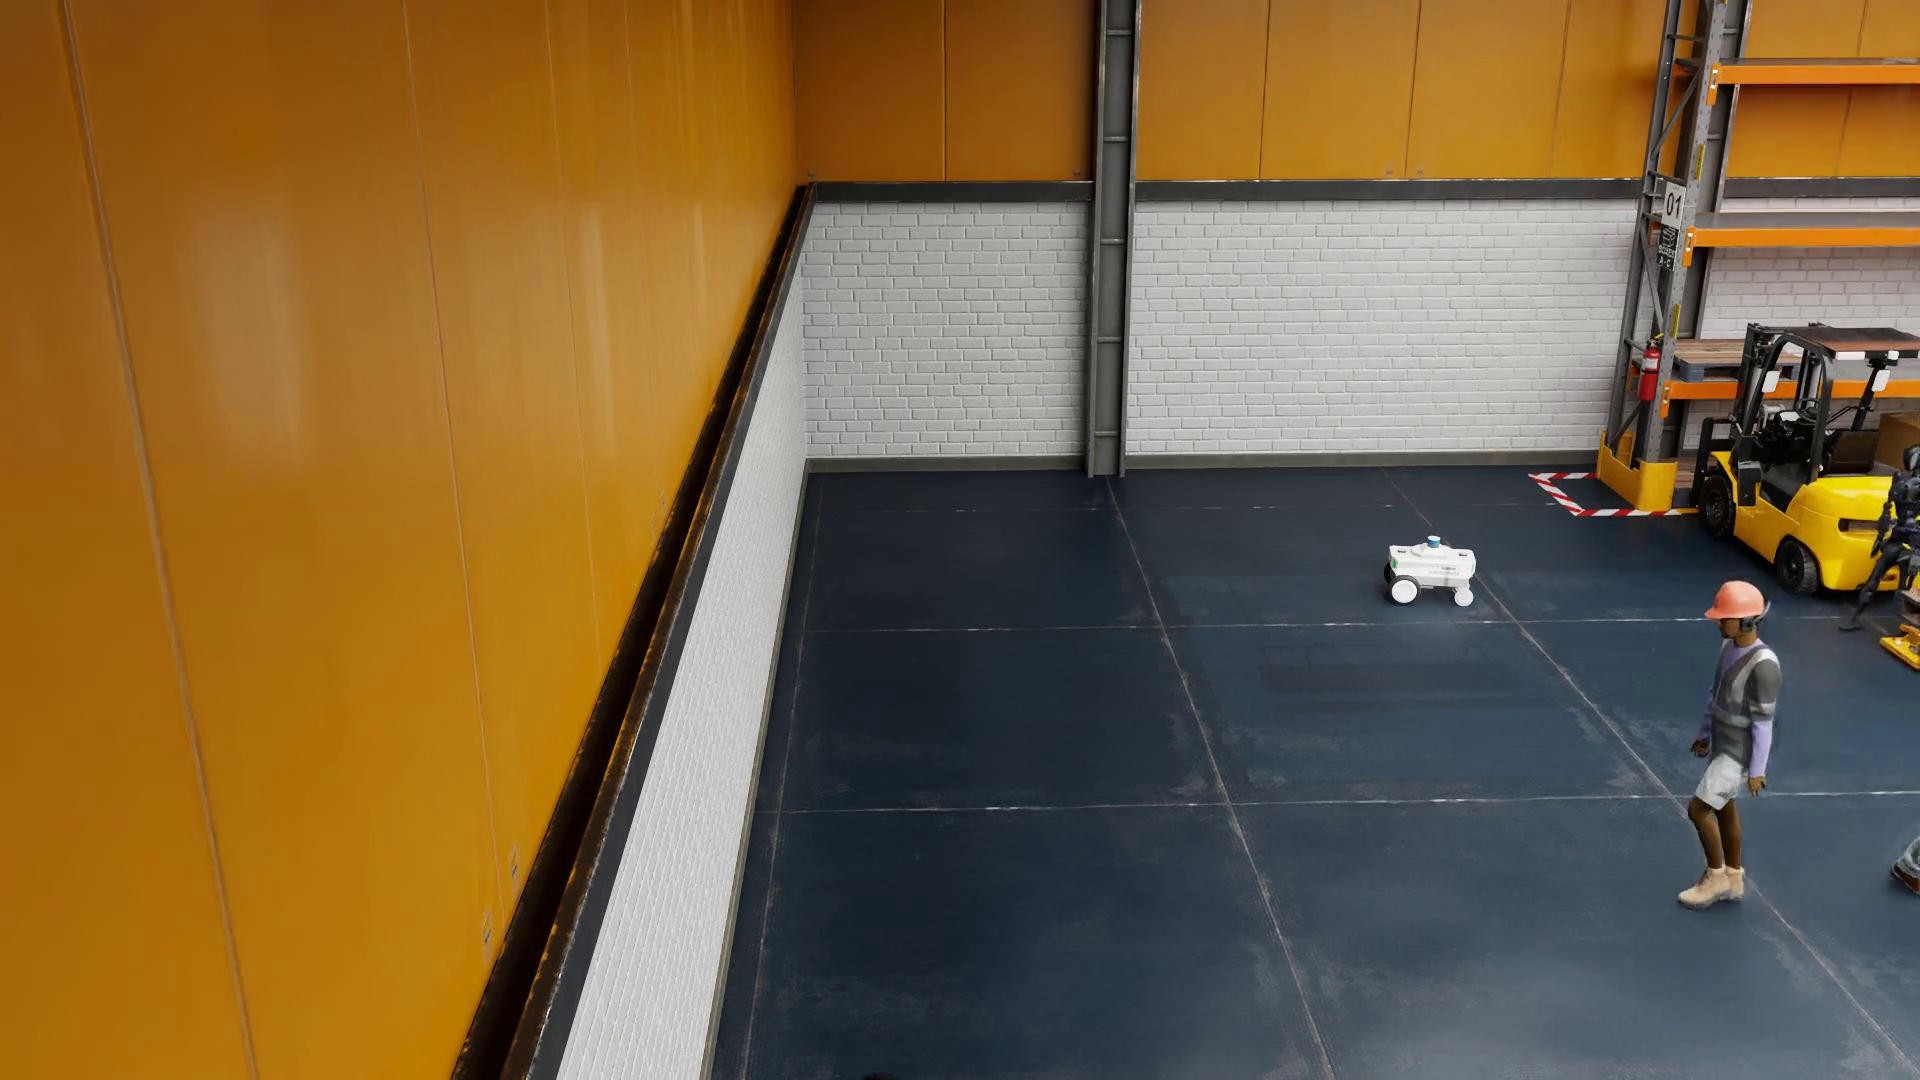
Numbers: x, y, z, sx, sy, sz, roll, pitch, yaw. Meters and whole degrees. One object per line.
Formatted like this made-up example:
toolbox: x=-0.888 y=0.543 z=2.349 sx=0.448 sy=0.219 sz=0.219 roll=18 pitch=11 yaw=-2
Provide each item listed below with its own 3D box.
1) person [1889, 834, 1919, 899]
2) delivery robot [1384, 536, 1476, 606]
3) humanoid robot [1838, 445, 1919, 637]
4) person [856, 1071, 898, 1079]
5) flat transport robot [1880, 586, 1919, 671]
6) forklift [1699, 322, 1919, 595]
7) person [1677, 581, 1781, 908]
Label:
person: x=5.976 y=1.365 z=9.549 sx=0.643 sy=1.873 sz=1.007 roll=-10 pitch=23 yaw=-26
delivery robot: x=4.070 y=0.262 z=14.431 sx=0.795 sy=0.596 sz=0.499 roll=3 pitch=21 yaw=9
humanoid robot: x=7.628 y=0.030 z=13.484 sx=0.592 sy=1.641 sz=0.586 roll=-2 pitch=20 yaw=-6
person: x=-0.289 y=2.699 z=6.174 sx=0.316 sy=1.696 sz=0.540 roll=-7 pitch=21 yaw=-18
flat transport robot: x=8.183 y=0.874 z=13.184 sx=1.431 sy=0.231 sz=0.659 roll=-1 pitch=20 yaw=-3
forklift: x=7.809 y=-0.792 z=14.926 sx=1.214 sy=2.155 sz=2.313 roll=-1 pitch=20 yaw=-2
person: x=4.476 y=1.208 z=9.758 sx=0.597 sy=2.016 sz=0.625 roll=2 pitch=20 yaw=6
